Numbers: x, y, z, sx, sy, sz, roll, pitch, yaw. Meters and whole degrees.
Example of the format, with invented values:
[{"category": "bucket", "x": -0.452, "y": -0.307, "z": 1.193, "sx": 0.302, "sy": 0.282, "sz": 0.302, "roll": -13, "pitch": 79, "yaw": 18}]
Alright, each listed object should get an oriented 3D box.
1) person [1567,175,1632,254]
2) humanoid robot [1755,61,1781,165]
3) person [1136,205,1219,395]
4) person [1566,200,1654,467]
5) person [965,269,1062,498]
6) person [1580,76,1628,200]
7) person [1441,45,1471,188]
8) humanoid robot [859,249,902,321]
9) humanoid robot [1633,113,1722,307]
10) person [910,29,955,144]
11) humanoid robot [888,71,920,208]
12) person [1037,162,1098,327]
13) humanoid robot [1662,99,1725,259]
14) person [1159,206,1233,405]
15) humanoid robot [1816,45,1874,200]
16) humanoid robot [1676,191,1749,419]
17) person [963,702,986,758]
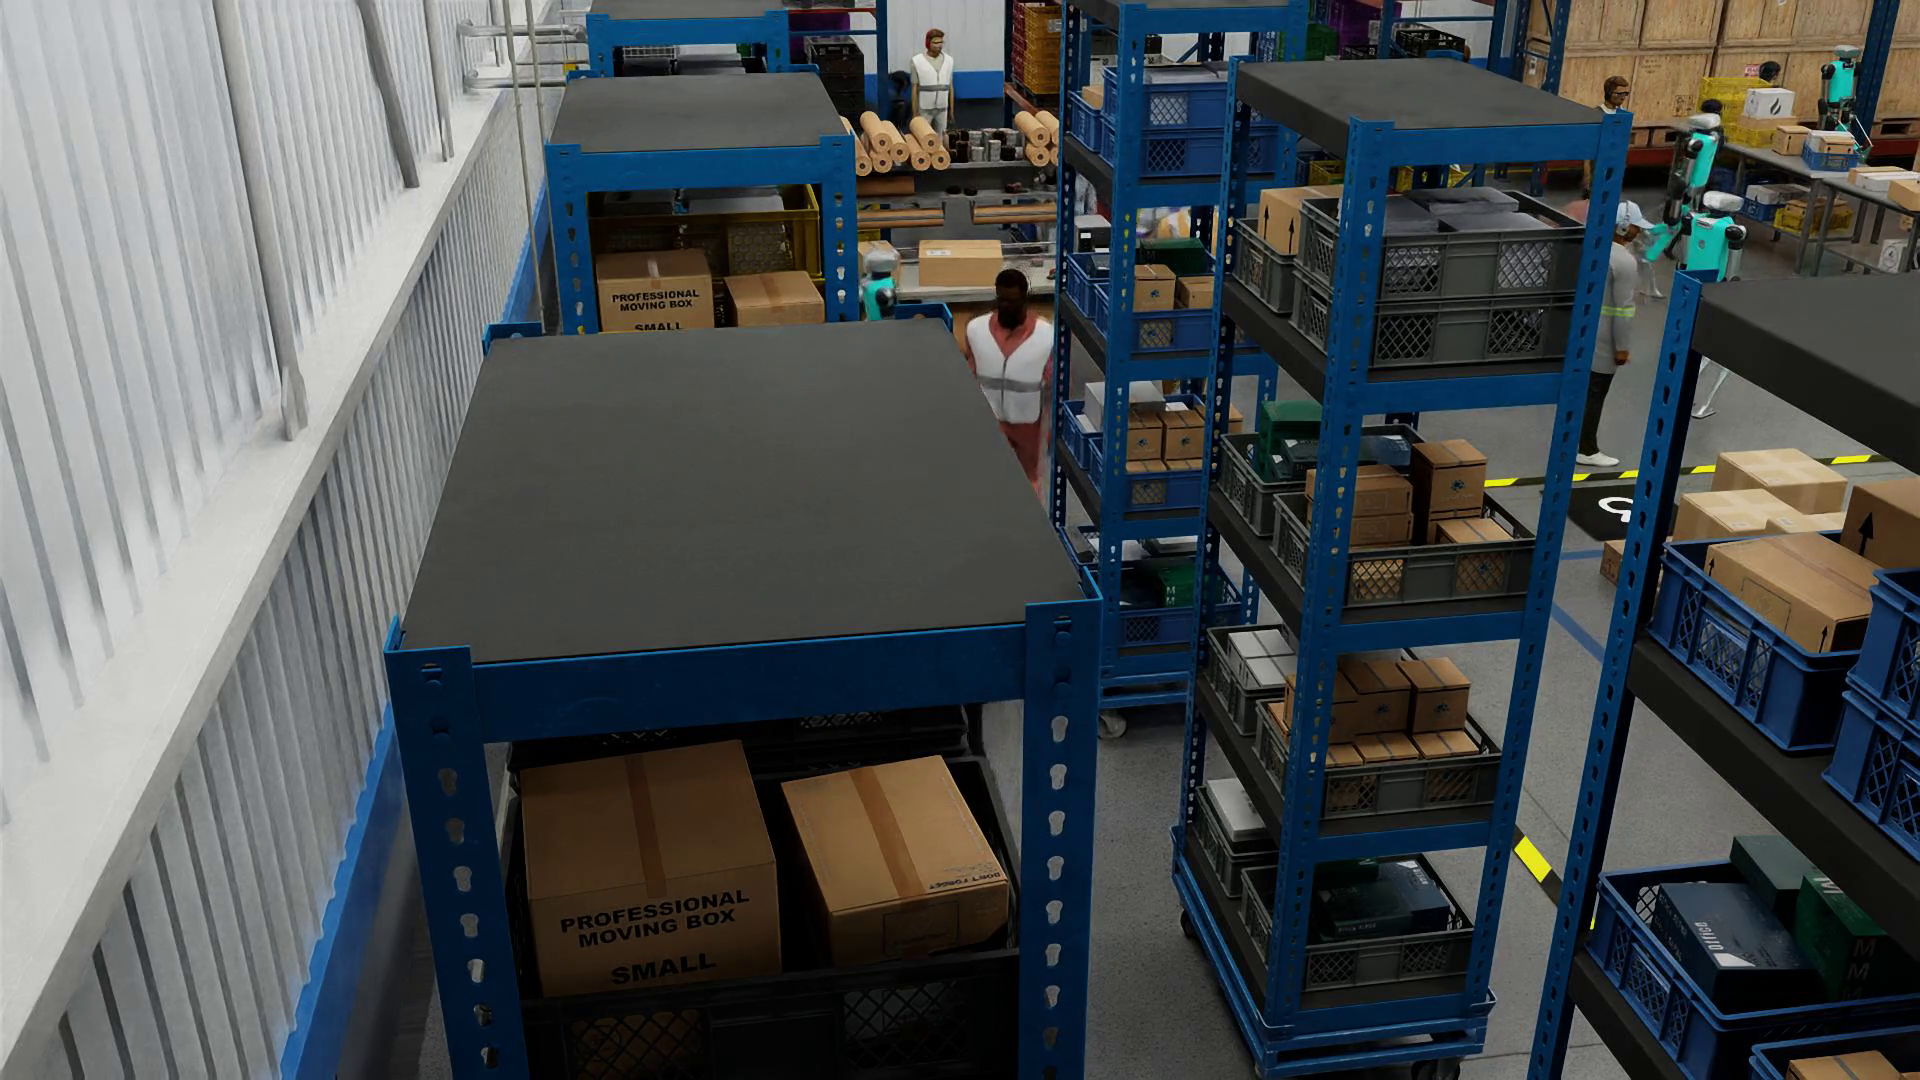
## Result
[{"category": "person", "x": 5.032, "y": -2.137, "z": 13.228, "sx": 0.570, "sy": 1.702, "sz": 0.922, "roll": 15, "pitch": 29, "yaw": 30}, {"category": "humanoid robot", "x": 8.721, "y": -4.392, "z": 18.202, "sx": 0.599, "sy": 1.642, "sz": 0.465, "roll": -22, "pitch": 33, "yaw": -39}, {"category": "person", "x": 1.583, "y": -2.016, "z": 12.591, "sx": 0.619, "sy": 2.005, "sz": 0.889, "roll": 13, "pitch": 28, "yaw": 26}, {"category": "person", "x": 4.462, "y": -1.427, "z": 11.510, "sx": 0.396, "sy": 1.848, "sz": 0.587, "roll": -5, "pitch": 25, "yaw": -10}, {"category": "person", "x": 0.317, "y": -0.721, "z": 9.950, "sx": 0.603, "sy": 1.868, "sz": 1.020, "roll": 5, "pitch": 25, "yaw": 11}, {"category": "person", "x": 6.263, "y": -3.615, "z": 16.291, "sx": 0.504, "sy": 1.836, "sz": 0.332, "roll": -18, "pitch": 30, "yaw": -34}, {"category": "person", "x": 5.324, "y": -4.441, "z": 18.070, "sx": 0.429, "sy": 1.844, "sz": 0.621, "roll": 6, "pitch": 25, "yaw": 13}, {"category": "humanoid robot", "x": -0.205, "y": -1.014, "z": 10.775, "sx": 0.871, "sy": 1.789, "sz": 0.535, "roll": -6, "pitch": 25, "yaw": -13}, {"category": "humanoid robot", "x": 6.348, "y": -2.935, "z": 15.038, "sx": 0.729, "sy": 1.880, "sz": 0.540, "roll": 22, "pitch": 33, "yaw": 40}, {"category": "person", "x": -0.322, "y": -4.960, "z": 19.210, "sx": 0.563, "sy": 1.836, "sz": 0.389, "roll": -14, "pitch": 28, "yaw": -27}, {"category": "humanoid robot", "x": -0.655, "y": -4.183, "z": 17.766, "sx": 0.787, "sy": 1.628, "sz": 0.608, "roll": -4, "pitch": 25, "yaw": -10}, {"category": "person", "x": 0.927, "y": -2.596, "z": 14.191, "sx": 0.502, "sy": 1.719, "sz": 0.587, "roll": -5, "pitch": 25, "yaw": -11}, {"category": "humanoid robot", "x": 7.104, "y": -3.449, "z": 16.167, "sx": 0.614, "sy": 1.634, "sz": 0.755, "roll": -13, "pitch": 28, "yaw": -26}, {"category": "person", "x": 1.697, "y": -1.756, "z": 12.114, "sx": 0.543, "sy": 1.942, "sz": 0.349, "roll": -3, "pitch": 25, "yaw": -7}, {"category": "humanoid robot", "x": 9.743, "y": -4.526, "z": 18.218, "sx": 0.533, "sy": 1.677, "sz": 0.735, "roll": -11, "pitch": 27, "yaw": -23}, {"category": "humanoid robot", "x": 5.570, "y": -1.731, "z": 12.143, "sx": 0.735, "sy": 1.677, "sz": 0.533, "roll": -11, "pitch": 27, "yaw": -23}, {"category": "person", "x": -0.043, "y": 0.520, "z": 7.317, "sx": 0.530, "sy": 1.819, "sz": 0.986, "roll": -5, "pitch": 25, "yaw": -10}]
